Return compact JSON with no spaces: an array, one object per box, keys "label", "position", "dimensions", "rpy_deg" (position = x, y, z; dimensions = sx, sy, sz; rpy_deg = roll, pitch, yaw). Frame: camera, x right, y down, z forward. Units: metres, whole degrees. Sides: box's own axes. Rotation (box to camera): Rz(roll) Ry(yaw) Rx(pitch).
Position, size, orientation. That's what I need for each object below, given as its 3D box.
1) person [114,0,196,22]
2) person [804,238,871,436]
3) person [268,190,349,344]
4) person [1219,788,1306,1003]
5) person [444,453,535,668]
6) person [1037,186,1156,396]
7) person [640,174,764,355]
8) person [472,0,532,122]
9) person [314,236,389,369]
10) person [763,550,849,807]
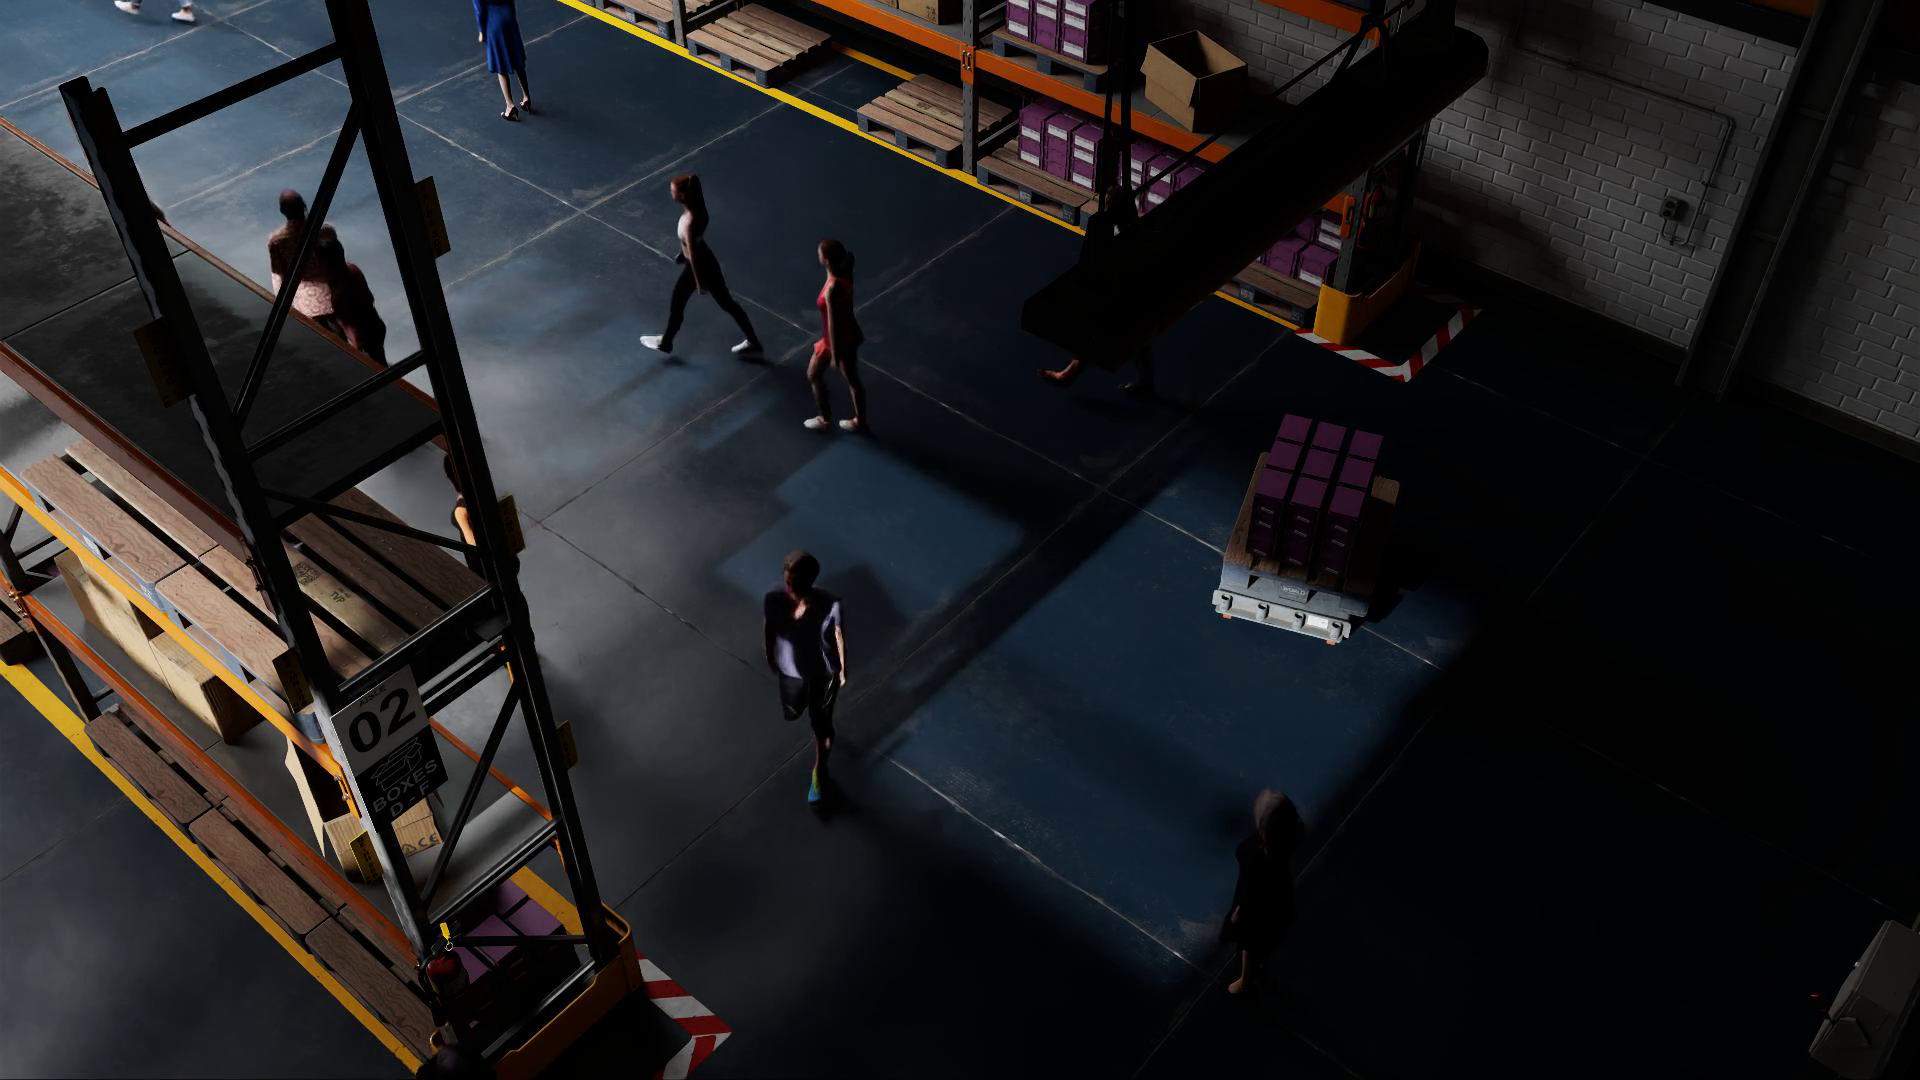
[{"label":"person","position":[-8.553,-6.275,17.607],"dimensions":[1.214,1.674,0.975],"rpy_deg":[9,44,10]},{"label":"person","position":[-0.837,-1.481,12.530],"dimensions":[0.819,1.735,0.710],"rpy_deg":[16,46,17]},{"label":"person","position":[-4.947,-1.826,12.870],"dimensions":[0.873,1.765,1.236],"rpy_deg":[-27,50,-25]},{"label":"person","position":[1.617,1.920,8.952],"dimensions":[0.556,1.747,0.594],"rpy_deg":[32,52,29]},{"label":"person","position":[-3.044,0.135,10.762],"dimensions":[0.686,1.835,0.665],"rpy_deg":[6,44,6]},{"label":"person","position":[1.321,-1.841,12.831],"dimensions":[1.286,1.842,1.057],"rpy_deg":[8,44,8]},{"label":"person","position":[-1.978,-2.139,13.259],"dimensions":[1.291,1.683,1.071],"rpy_deg":[4,44,4]},{"label":"person","position":[-4.455,-4.929,16.083],"dimensions":[0.564,1.828,0.599],"rpy_deg":[32,52,29]},{"label":"person","position":[-4.395,-1.516,12.553],"dimensions":[0.817,1.755,0.775],"rpy_deg":[0,44,0]},{"label":"person","position":[-0.905,0.725,10.118],"dimensions":[1.096,1.869,1.040],"rpy_deg":[7,44,7]}]
